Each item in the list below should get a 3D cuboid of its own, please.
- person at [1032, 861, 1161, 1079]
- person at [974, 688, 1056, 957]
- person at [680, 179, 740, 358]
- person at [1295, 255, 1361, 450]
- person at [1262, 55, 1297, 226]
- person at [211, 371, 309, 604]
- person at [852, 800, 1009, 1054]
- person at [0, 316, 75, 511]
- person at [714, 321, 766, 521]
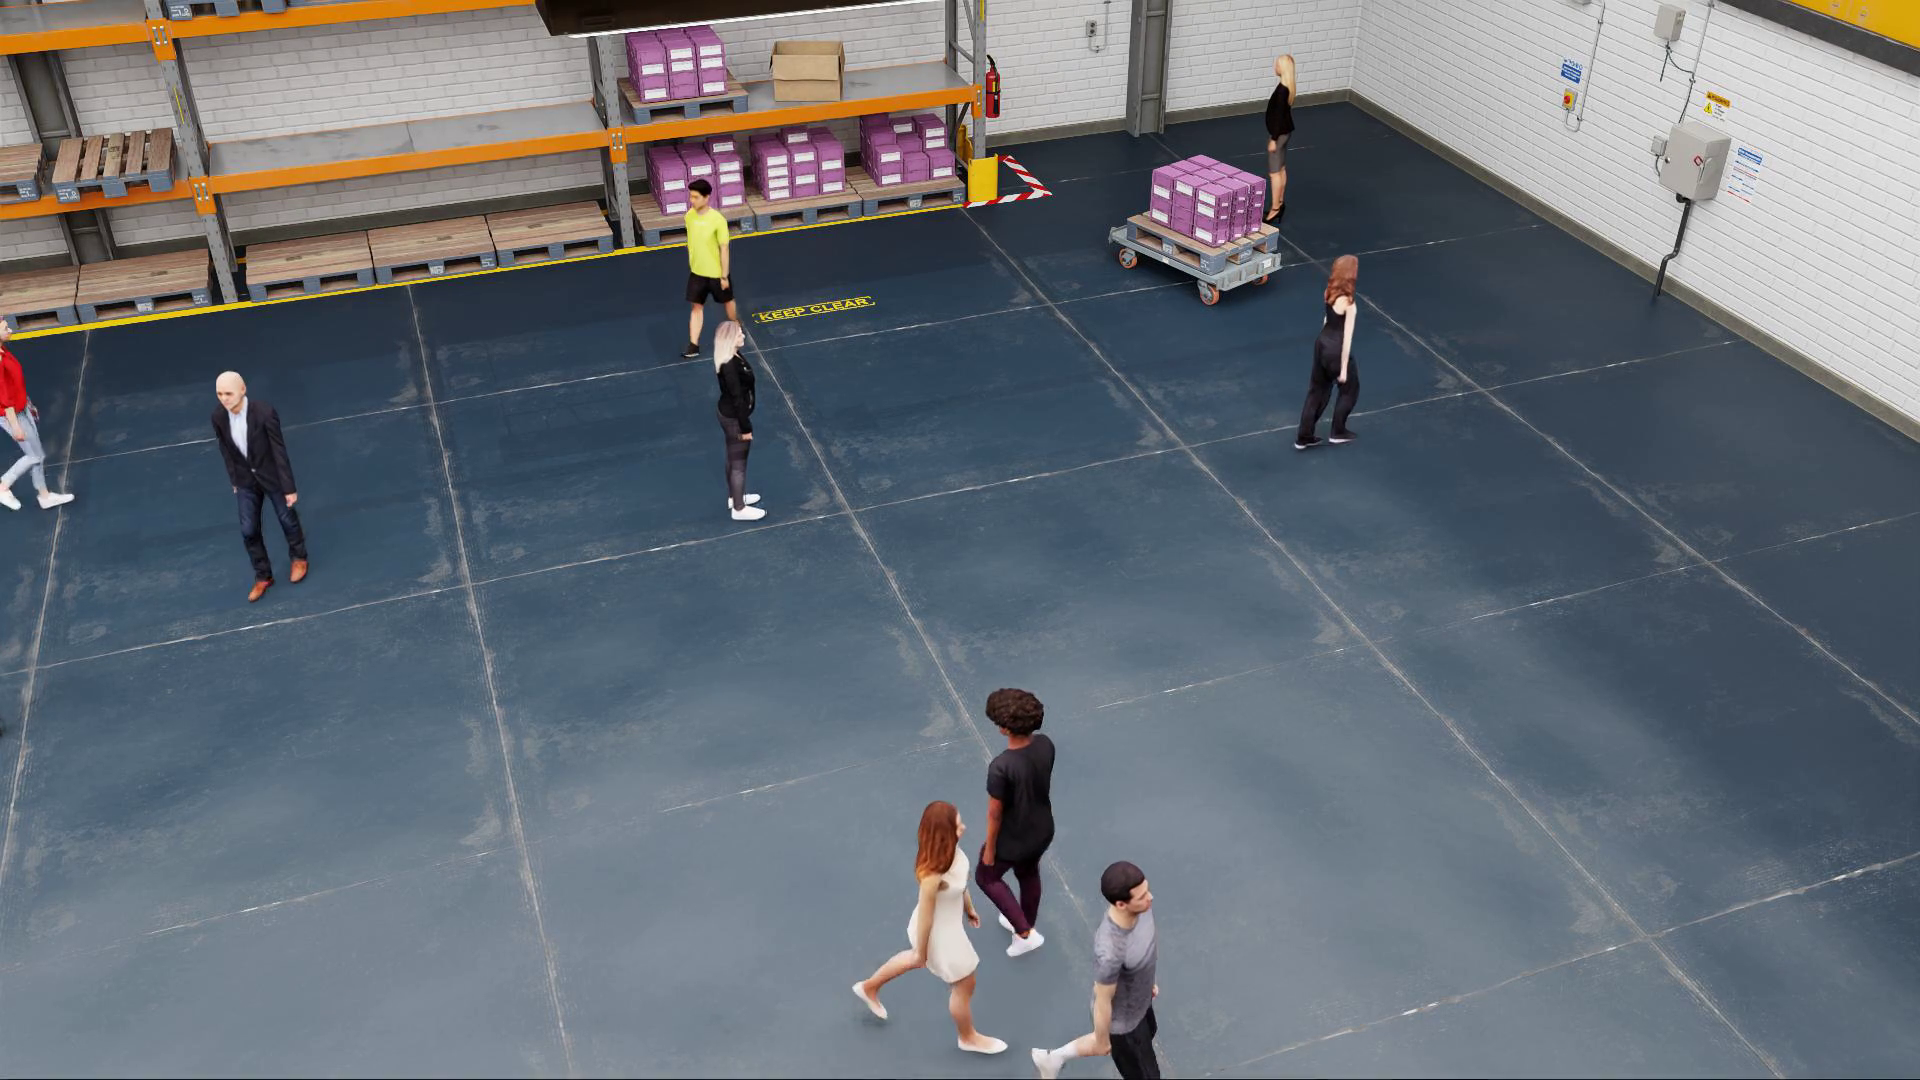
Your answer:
[{"bbox_3d":[0.709,2.219,8.055,1.140,1.845,1.057,13,36,19],"label":"person"},{"bbox_3d":[0.372,1.593,9.069,0.873,1.766,0.805,28,43,35],"label":"person"},{"bbox_3d":[-2.272,-2.533,15.374,1.103,1.659,1.157,14,36,20],"label":"person"},{"bbox_3d":[3.005,-1.511,13.778,0.804,1.722,0.651,-16,37,-22],"label":"person"},{"bbox_3d":[3.440,-4.304,17.875,0.736,1.840,0.693,11,35,16],"label":"person"},{"bbox_3d":[-5.072,-0.490,12.192,0.872,1.778,0.906,-1,34,-2],"label":"person"},{"bbox_3d":[-0.194,1.978,8.563,1.154,1.686,0.917,6,34,8],"label":"person"},{"bbox_3d":[-7.449,-0.958,12.973,0.783,1.694,0.643,-13,36,-19],"label":"person"},{"bbox_3d":[-1.760,-0.934,12.942,0.531,1.687,0.622,-11,35,-16],"label":"person"}]
